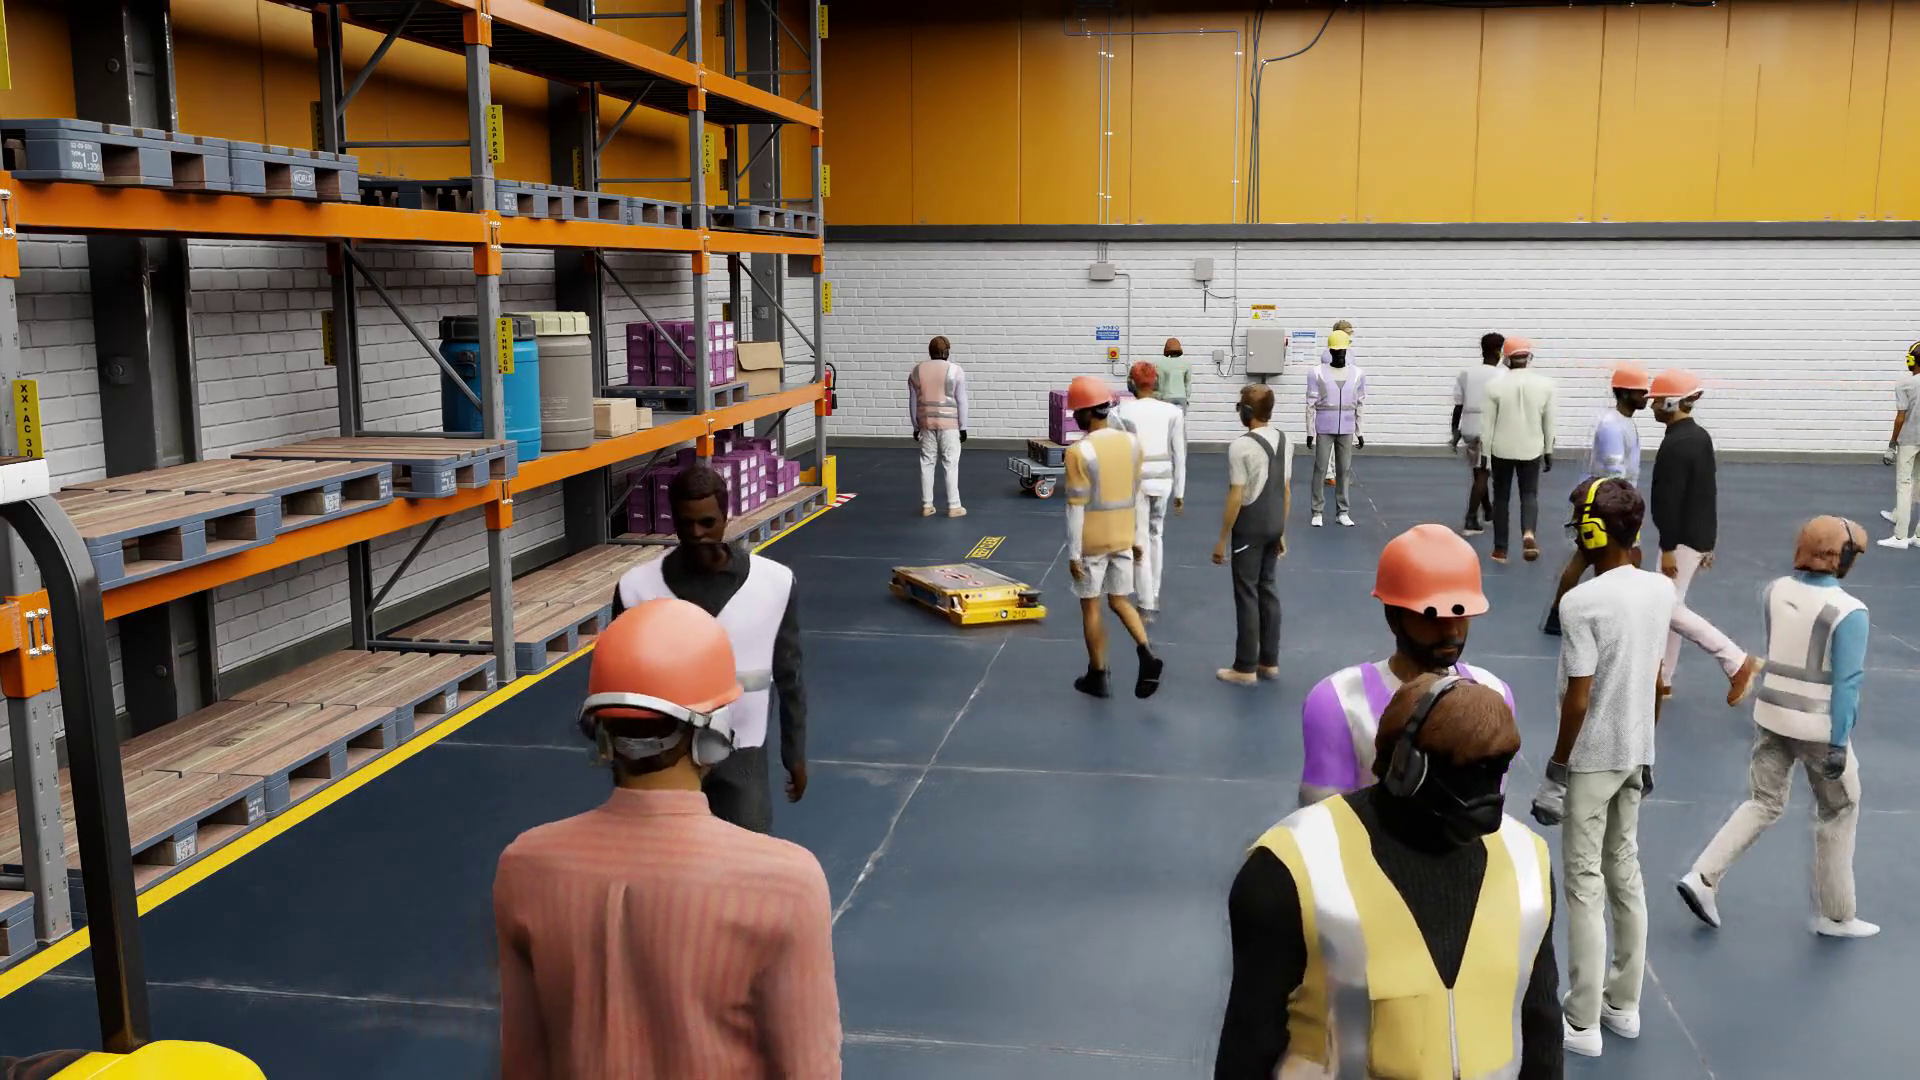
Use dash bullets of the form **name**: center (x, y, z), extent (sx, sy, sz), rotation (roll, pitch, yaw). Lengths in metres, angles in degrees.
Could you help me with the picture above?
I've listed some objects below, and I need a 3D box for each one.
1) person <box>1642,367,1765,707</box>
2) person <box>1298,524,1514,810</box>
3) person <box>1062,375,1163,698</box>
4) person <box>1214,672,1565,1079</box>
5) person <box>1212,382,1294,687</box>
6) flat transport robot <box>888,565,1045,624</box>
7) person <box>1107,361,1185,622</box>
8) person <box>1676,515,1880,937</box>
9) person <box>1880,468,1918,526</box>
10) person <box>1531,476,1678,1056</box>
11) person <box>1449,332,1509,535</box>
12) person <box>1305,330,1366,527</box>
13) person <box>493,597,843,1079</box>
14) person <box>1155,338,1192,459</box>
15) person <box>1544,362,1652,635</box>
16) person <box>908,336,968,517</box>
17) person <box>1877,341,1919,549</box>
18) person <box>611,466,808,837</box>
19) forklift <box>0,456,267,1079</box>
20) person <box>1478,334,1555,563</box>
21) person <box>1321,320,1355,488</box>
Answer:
- **person**: center (4.214, -0.002, 9.517), extent (0.732, 1.968, 0.621), rotation (8, 12, 39)
- **person**: center (1.052, 0.918, 3.899), extent (0.544, 1.939, 0.372), rotation (-3, 10, -17)
- **person**: center (0.875, 0.010, 9.585), extent (0.580, 1.913, 0.661), rotation (-6, 11, -31)
- **person**: center (0.811, 1.146, 2.888), extent (0.638, 1.810, 0.776), rotation (-2, 10, -14)
- **person**: center (1.779, -0.033, 10.063), extent (0.508, 1.845, 0.357), rotation (-8, 12, -39)
- **flat transport robot**: center (0.025, 0.377, 12.363), extent (0.652, 0.197, 1.431), rotation (-4, 10, -23)
- **person**: center (1.307, -0.361, 12.070), extent (0.576, 1.855, 0.765), rotation (-3, 10, -16)
- **person**: center (3.091, 0.706, 6.222), extent (0.692, 1.614, 0.537), rotation (-3, 10, -16)
- **person**: center (9.369, -0.865, 15.961), extent (0.523, 1.594, 0.870), rotation (-3, 10, -20)
- **person**: center (2.047, 0.721, 5.348), extent (0.508, 1.865, 0.329), rotation (-6, 11, -33)
- **person**: center (5.096, -1.032, 15.994), extent (0.998, 1.910, 0.621), rotation (-9, 13, -44)
- **person**: center (3.681, -1.088, 16.305), extent (0.593, 1.926, 0.366), rotation (-1, 9, -5)
- **person**: center (-0.481, 1.083, 2.748), extent (0.648, 1.978, 0.496), rotation (3, 10, 19)
- **person**: center (2.796, -1.833, 21.825), extent (0.498, 1.626, 0.284), rotation (-3, 10, -15)
- **person**: center (4.433, -0.239, 11.159), extent (0.968, 1.892, 0.570), rotation (6, 11, 34)
- **person**: center (-0.203, -1.155, 16.983), extent (0.619, 1.845, 0.430), rotation (4, 10, 21)
- **person**: center (8.602, -0.852, 15.028), extent (0.516, 1.873, 0.329), rotation (-2, 9, -11)
- **person**: center (-0.797, 0.713, 5.291), extent (0.608, 1.891, 0.710), rotation (0, 9, -3)
- **forklift**: center (-2.328, 0.975, 2.765), extent (2.313, 2.155, 1.214), rotation (1, 9, 9)
- **person**: center (4.726, -0.758, 14.123), extent (0.631, 1.973, 0.571), rotation (1, 9, 8)
- **person**: center (4.394, -1.582, 19.318), extent (0.370, 1.941, 0.627), rotation (7, 11, 35)
